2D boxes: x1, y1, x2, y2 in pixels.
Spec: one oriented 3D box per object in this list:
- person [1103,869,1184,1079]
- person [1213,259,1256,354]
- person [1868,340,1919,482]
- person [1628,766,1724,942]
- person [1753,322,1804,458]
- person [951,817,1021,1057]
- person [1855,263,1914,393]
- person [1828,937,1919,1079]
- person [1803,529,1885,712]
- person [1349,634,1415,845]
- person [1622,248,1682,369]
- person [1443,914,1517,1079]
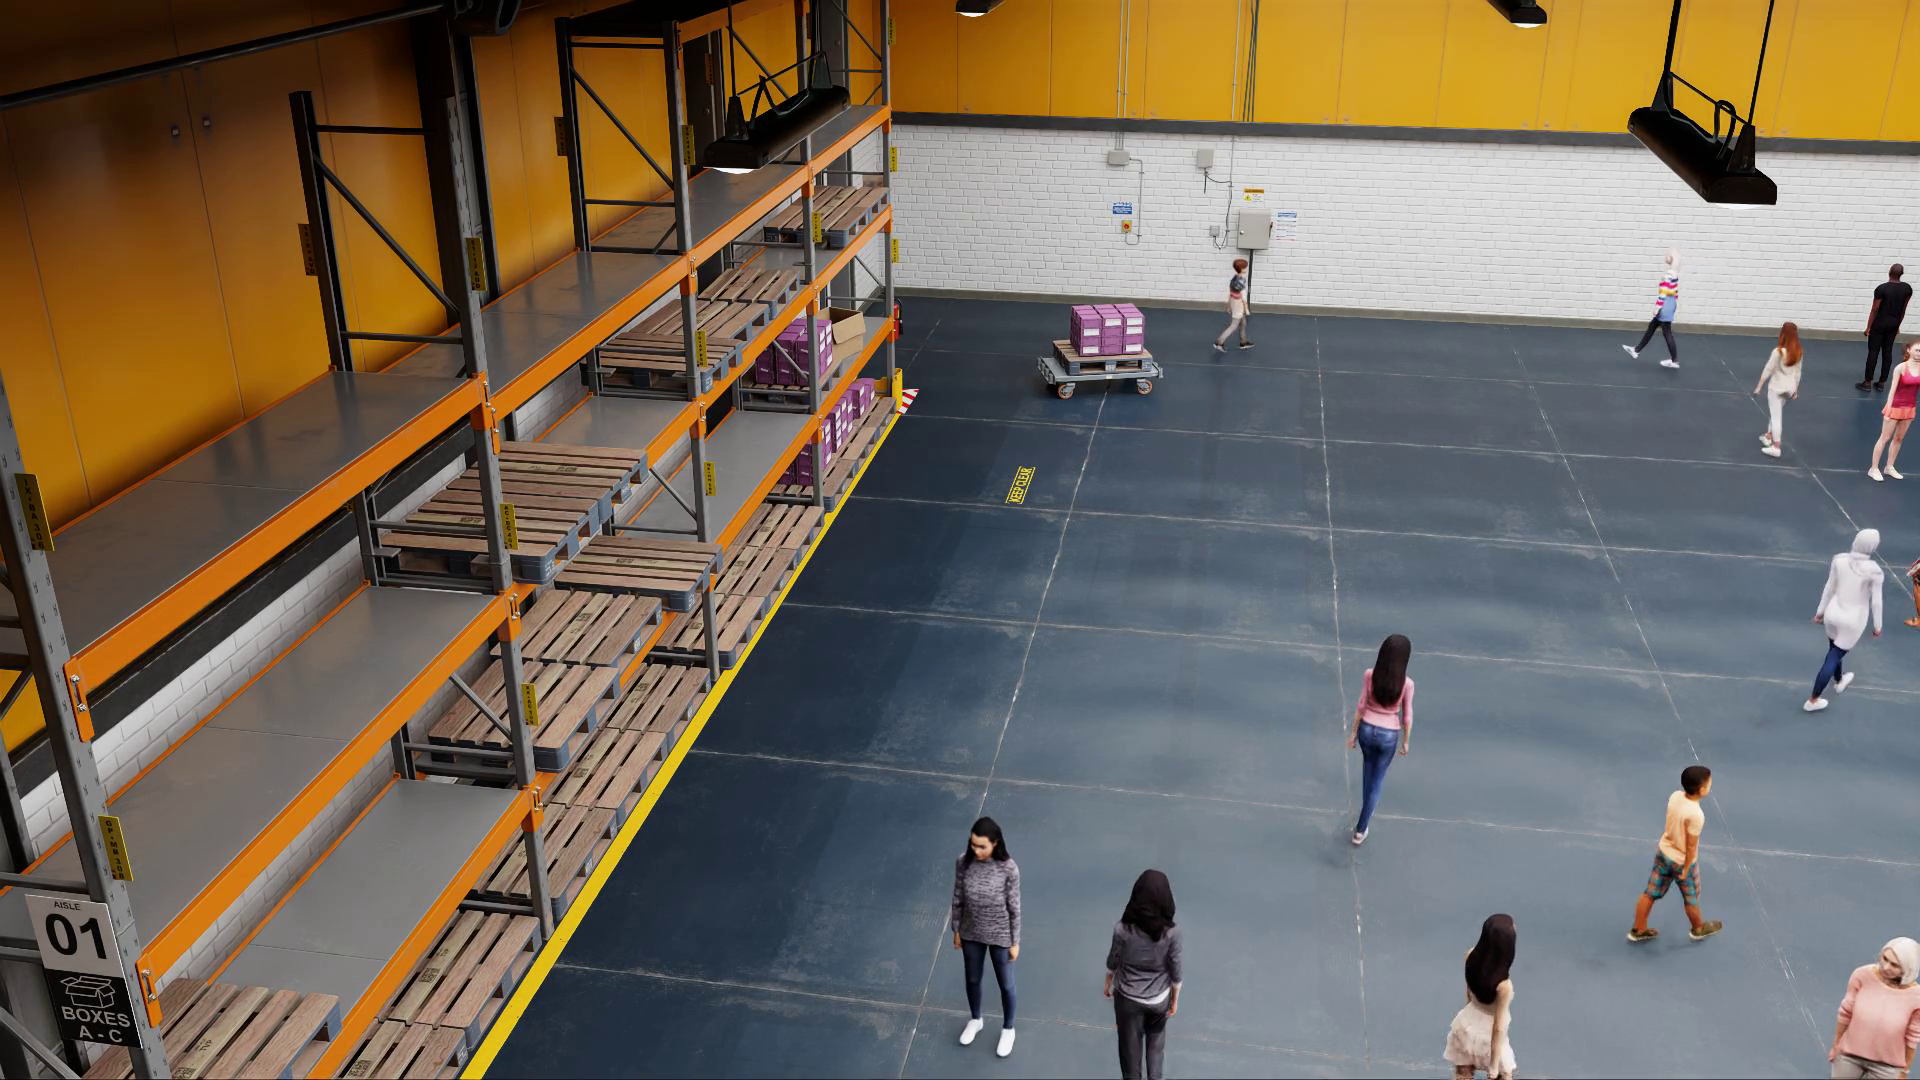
[{"bbox_3d":[1.119,2.842,10.087,0.664,1.747,0.664,-1,24,-2],"label":"person"},{"bbox_3d":[4.129,-3.503,25.020,0.837,1.412,0.966,-6,24,-13],"label":"person"},{"bbox_3d":[11.438,-1.594,20.228,0.651,1.754,0.669,-6,24,-13],"label":"person"},{"bbox_3d":[5.026,2.262,11.806,0.854,1.434,0.927,-7,25,-16],"label":"person"},{"bbox_3d":[10.391,-1.864,20.927,0.788,1.689,0.923,-6,24,-14],"label":"person"},{"bbox_3d":[0.188,2.538,10.804,0.652,1.731,0.583,8,25,18],"label":"person"},{"bbox_3d":[12.976,-2.987,23.332,0.706,1.820,0.627,0,24,-1],"label":"person"},{"bbox_3d":[5.335,3.012,9.728,0.681,1.724,0.694,20,31,38],"label":"person"},{"bbox_3d":[7.855,0.751,14.872,1.087,1.747,1.058,-14,27,-28],"label":"person"},{"bbox_3d":[3.249,1.582,13.018,0.772,1.710,0.982,12,26,26],"label":"person"},{"bbox_3d":[10.373,-3.344,24.224,1.046,1.760,1.141,18,29,35],"label":"person"},{"bbox_3d":[2.988,2.981,9.809,0.807,1.717,0.751,-8,25,-17],"label":"person"}]
